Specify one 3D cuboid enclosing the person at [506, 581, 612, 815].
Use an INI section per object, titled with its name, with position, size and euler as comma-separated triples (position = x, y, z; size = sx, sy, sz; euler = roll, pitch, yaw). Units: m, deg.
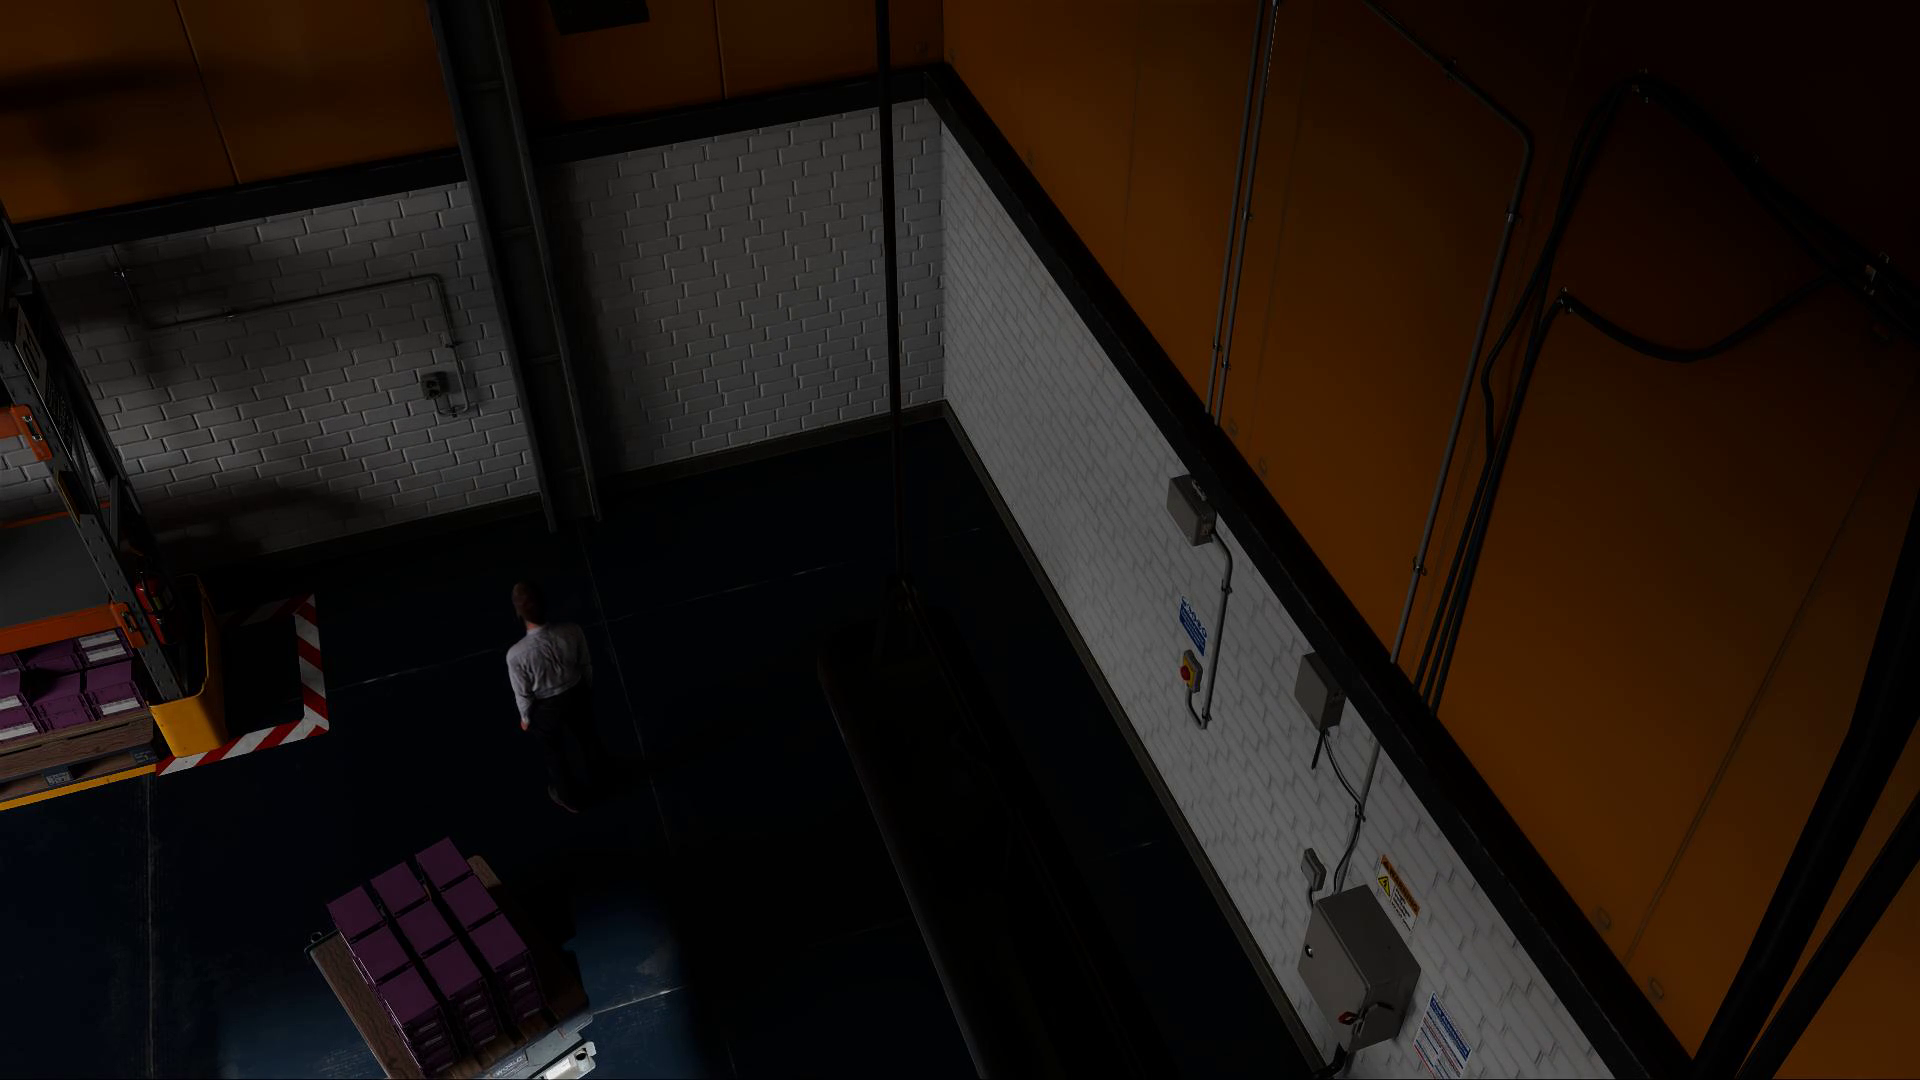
[person]
position = -2.381, 0.939, 9.847
size = 0.611, 1.815, 0.774
euler = -28, 50, -26
